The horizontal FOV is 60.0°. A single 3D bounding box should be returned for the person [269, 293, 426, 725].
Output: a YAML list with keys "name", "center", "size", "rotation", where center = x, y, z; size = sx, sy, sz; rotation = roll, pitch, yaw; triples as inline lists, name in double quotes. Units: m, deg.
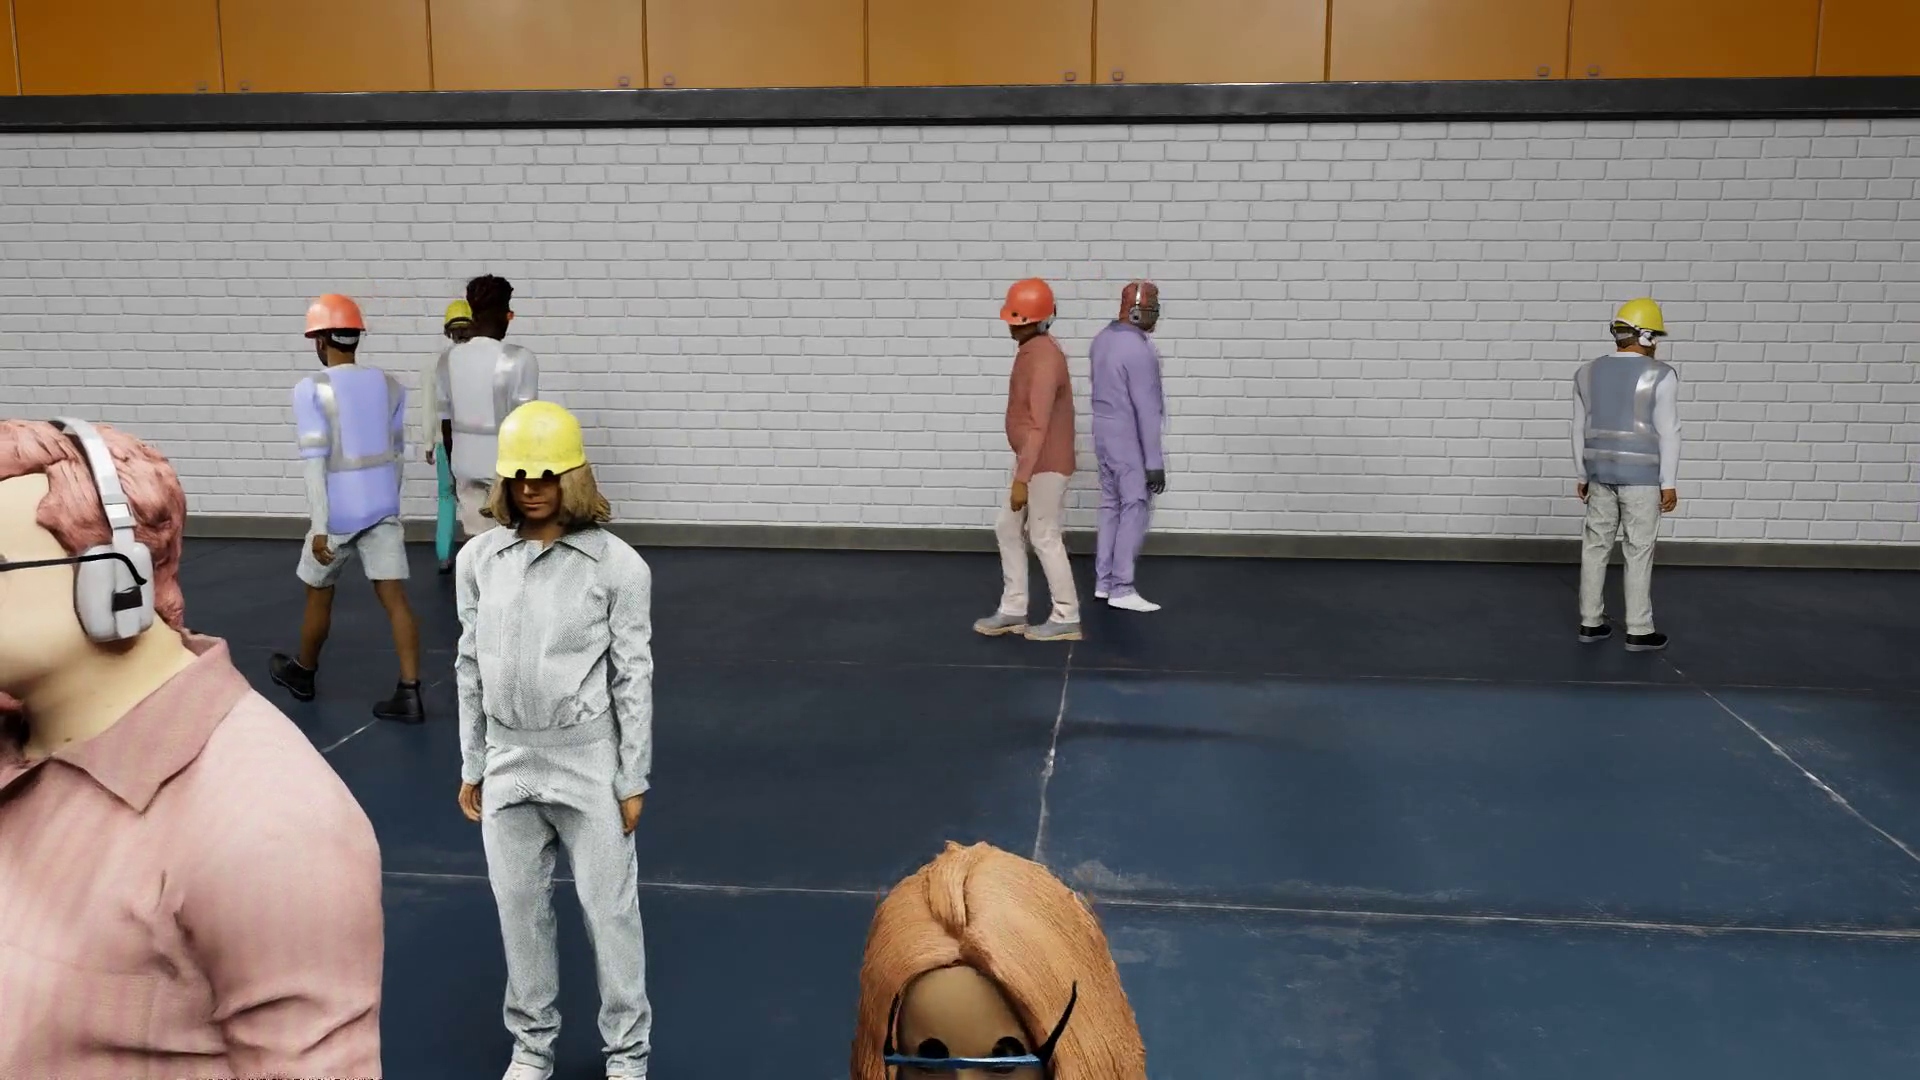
- name: "person"
  center: [-2.738, -0.144, 7.404]
  size: [0.999, 1.873, 0.556]
  rotation: [8, 13, 37]

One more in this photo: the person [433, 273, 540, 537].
- name: "person"
  center: [-2.343, -0.366, 8.443]
  size: [0.638, 1.953, 0.420]
  rotation: [4, 11, 21]

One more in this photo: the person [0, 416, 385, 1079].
- name: "person"
  center: [-0.904, 0.818, 1.810]
  size: [0.637, 1.911, 0.403]
  rotation: [7, 12, 35]

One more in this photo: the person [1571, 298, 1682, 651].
- name: "person"
  center: [3.482, -0.339, 8.676]
  size: [0.403, 1.823, 0.586]
  rotation: [-7, 12, -37]

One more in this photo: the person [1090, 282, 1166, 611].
- name: "person"
  center: [0.974, -0.533, 9.639]
  size: [0.420, 1.890, 0.696]
  rotation: [-4, 11, -21]

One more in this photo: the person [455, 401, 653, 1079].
- name: "person"
  center: [-0.957, 0.538, 3.915]
  size: [0.484, 1.737, 0.319]
  rotation: [2, 10, 12]

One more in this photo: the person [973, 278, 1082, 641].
- name: "person"
  center: [0.363, -0.393, 8.669]
  size: [0.663, 1.932, 0.694]
  rotation: [-2, 10, -9]

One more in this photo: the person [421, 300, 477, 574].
- name: "person"
  center: [-3.093, -0.623, 10.481]
  size: [0.546, 1.765, 0.363]
  rotation: [-1, 10, -6]

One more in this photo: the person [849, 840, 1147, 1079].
- name: "person"
  center: [0.029, 1.034, 1.449]
  size: [0.533, 1.597, 0.685]
  rotation: [0, 10, 2]
